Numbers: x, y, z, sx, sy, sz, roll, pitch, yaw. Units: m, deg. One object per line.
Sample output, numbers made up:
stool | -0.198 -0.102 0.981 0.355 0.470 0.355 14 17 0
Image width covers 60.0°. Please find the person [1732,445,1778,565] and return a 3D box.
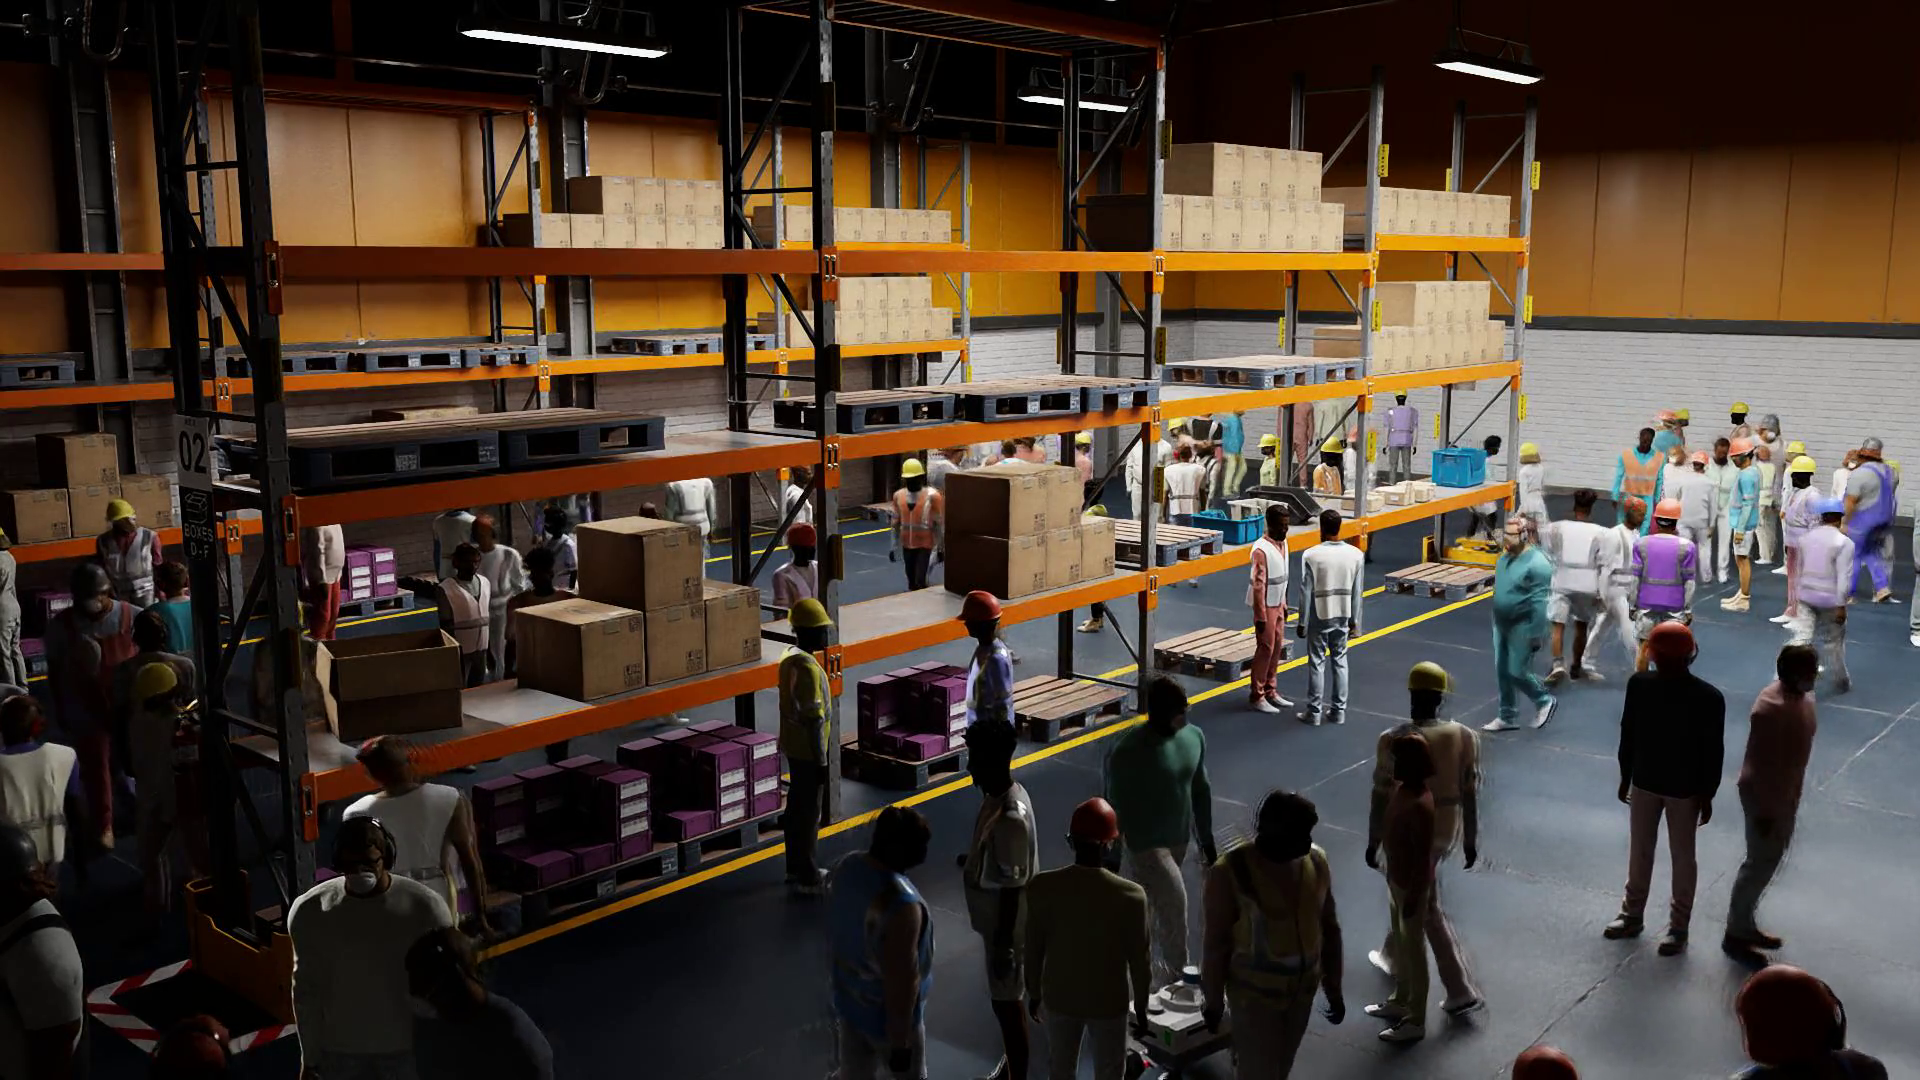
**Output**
person | 10.757 -0.483 22.482 0.518 1.607 0.726 -5 11 -26

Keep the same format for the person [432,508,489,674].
person | -4.893 0.391 16.312 0.590 1.920 0.398 4 10 23

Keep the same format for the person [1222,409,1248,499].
person | 4.739 -1.550 28.443 0.519 1.731 0.590 3 10 15

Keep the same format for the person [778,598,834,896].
person | -0.976 1.324 10.720 0.364 1.927 0.587 -4 10 -22

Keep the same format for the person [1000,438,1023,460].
person | 0.713 -0.724 23.026 0.503 1.900 0.665 -2 10 -12

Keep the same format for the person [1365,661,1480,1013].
person | 2.583 1.623 9.153 0.606 1.868 0.938 -3 10 -19

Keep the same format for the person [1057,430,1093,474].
person | 1.651 -0.866 23.454 0.615 2.041 0.378 -7 12 -34

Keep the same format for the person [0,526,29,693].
person | -8.735 0.687 15.120 0.324 1.729 0.490 -2 10 -10

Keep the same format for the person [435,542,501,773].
person | -3.971 0.923 13.374 0.391 1.838 0.563 4 10 24

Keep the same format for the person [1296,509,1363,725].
person | 3.249 0.683 14.618 0.598 1.908 0.410 -3 10 -18

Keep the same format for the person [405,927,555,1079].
person | -1.555 2.197 5.724 0.698 1.870 1.043 5 11 28

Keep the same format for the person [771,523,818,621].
person | -1.298 0.822 13.763 0.454 1.936 0.562 8 12 40

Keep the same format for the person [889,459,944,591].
person | -0.511 0.060 18.306 0.603 1.909 0.533 5 11 28

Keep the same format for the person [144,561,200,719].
person | -5.830 1.069 12.487 0.376 1.841 0.572 8 12 38

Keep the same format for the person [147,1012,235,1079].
person | -2.239 2.299 5.130 0.566 1.848 0.793 6 11 32

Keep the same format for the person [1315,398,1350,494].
person | 6.536 -1.803 29.211 0.613 1.987 0.403 -1 10 -7

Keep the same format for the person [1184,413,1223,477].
person | 3.715 -1.179 25.379 0.612 2.029 0.409 4 10 23

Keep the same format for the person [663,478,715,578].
person | -3.121 -0.113 19.331 0.648 1.914 0.571 -8 12 -38

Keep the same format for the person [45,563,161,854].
person | -5.915 1.122 11.586 0.711 2.000 0.778 -6 11 -33

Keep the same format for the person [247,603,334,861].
person | -4.623 1.247 11.610 0.579 1.787 0.891 2 10 12

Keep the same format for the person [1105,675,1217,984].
person | 1.034 1.623 9.059 0.642 1.892 1.031 -9 13 -42

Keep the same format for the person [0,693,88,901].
person | -4.972 1.709 8.860 0.979 1.787 0.578 8 12 39

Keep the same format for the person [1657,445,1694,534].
person | 9.675 -0.482 22.511 0.767 1.594 0.547 -7 12 -35

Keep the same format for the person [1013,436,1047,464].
person | 0.900 -0.593 22.044 0.610 1.970 0.451 -7 12 -35

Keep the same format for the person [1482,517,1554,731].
person | 4.813 0.737 14.308 0.492 1.895 0.664 -3 10 -18

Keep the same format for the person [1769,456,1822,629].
person | 9.313 0.026 18.467 0.370 1.927 0.588 1 10 5

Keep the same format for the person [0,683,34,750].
person | -6.070 1.475 10.372 0.554 1.743 0.348 -5 11 -25

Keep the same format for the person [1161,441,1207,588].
person | 2.788 -0.306 20.727 0.563 1.836 0.395 0 10 0

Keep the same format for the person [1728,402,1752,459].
person | 11.940 -1.162 25.556 0.370 1.929 0.585 3 10 20

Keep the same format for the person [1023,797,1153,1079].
person | 0.567 1.983 7.303 0.573 1.749 0.343 3 10 18

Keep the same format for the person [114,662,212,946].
person | -4.701 1.574 9.811 0.525 1.731 0.703 8 12 40

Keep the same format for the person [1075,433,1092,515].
person | 1.649 -0.569 22.637 0.438 1.733 0.693 -5 11 -27

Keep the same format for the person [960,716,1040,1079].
person | 0.189 1.787 7.869 0.373 1.957 0.606 0 10 -2

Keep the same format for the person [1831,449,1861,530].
person | 11.734 -0.399 21.927 0.469 1.616 0.516 -9 13 -42

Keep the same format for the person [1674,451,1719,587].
person | 9.202 -0.252 20.734 0.571 1.715 0.793 9 13 43

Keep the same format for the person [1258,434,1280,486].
person | 4.164 -0.556 22.457 0.333 1.760 0.526 0 10 -2

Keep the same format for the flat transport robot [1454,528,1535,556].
flat transport robot | 7.492 0.037 23.340 0.652 0.197 1.431 8 12 38

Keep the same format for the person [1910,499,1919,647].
person | 10.381 0.190 17.549 0.641 1.910 0.401 0 10 -2

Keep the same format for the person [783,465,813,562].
person | -1.793 0.033 18.587 0.357 1.880 0.566 -1 10 -6

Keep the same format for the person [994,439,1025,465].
person | 0.634 -0.395 21.244 0.505 1.840 0.347 -4 11 -25

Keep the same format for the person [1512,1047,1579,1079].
person | 1.733 2.362 5.038 0.563 1.751 0.330 0 10 1

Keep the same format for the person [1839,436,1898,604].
person | 10.730 -0.244 19.742 0.793 2.000 0.603 -4 11 -25
